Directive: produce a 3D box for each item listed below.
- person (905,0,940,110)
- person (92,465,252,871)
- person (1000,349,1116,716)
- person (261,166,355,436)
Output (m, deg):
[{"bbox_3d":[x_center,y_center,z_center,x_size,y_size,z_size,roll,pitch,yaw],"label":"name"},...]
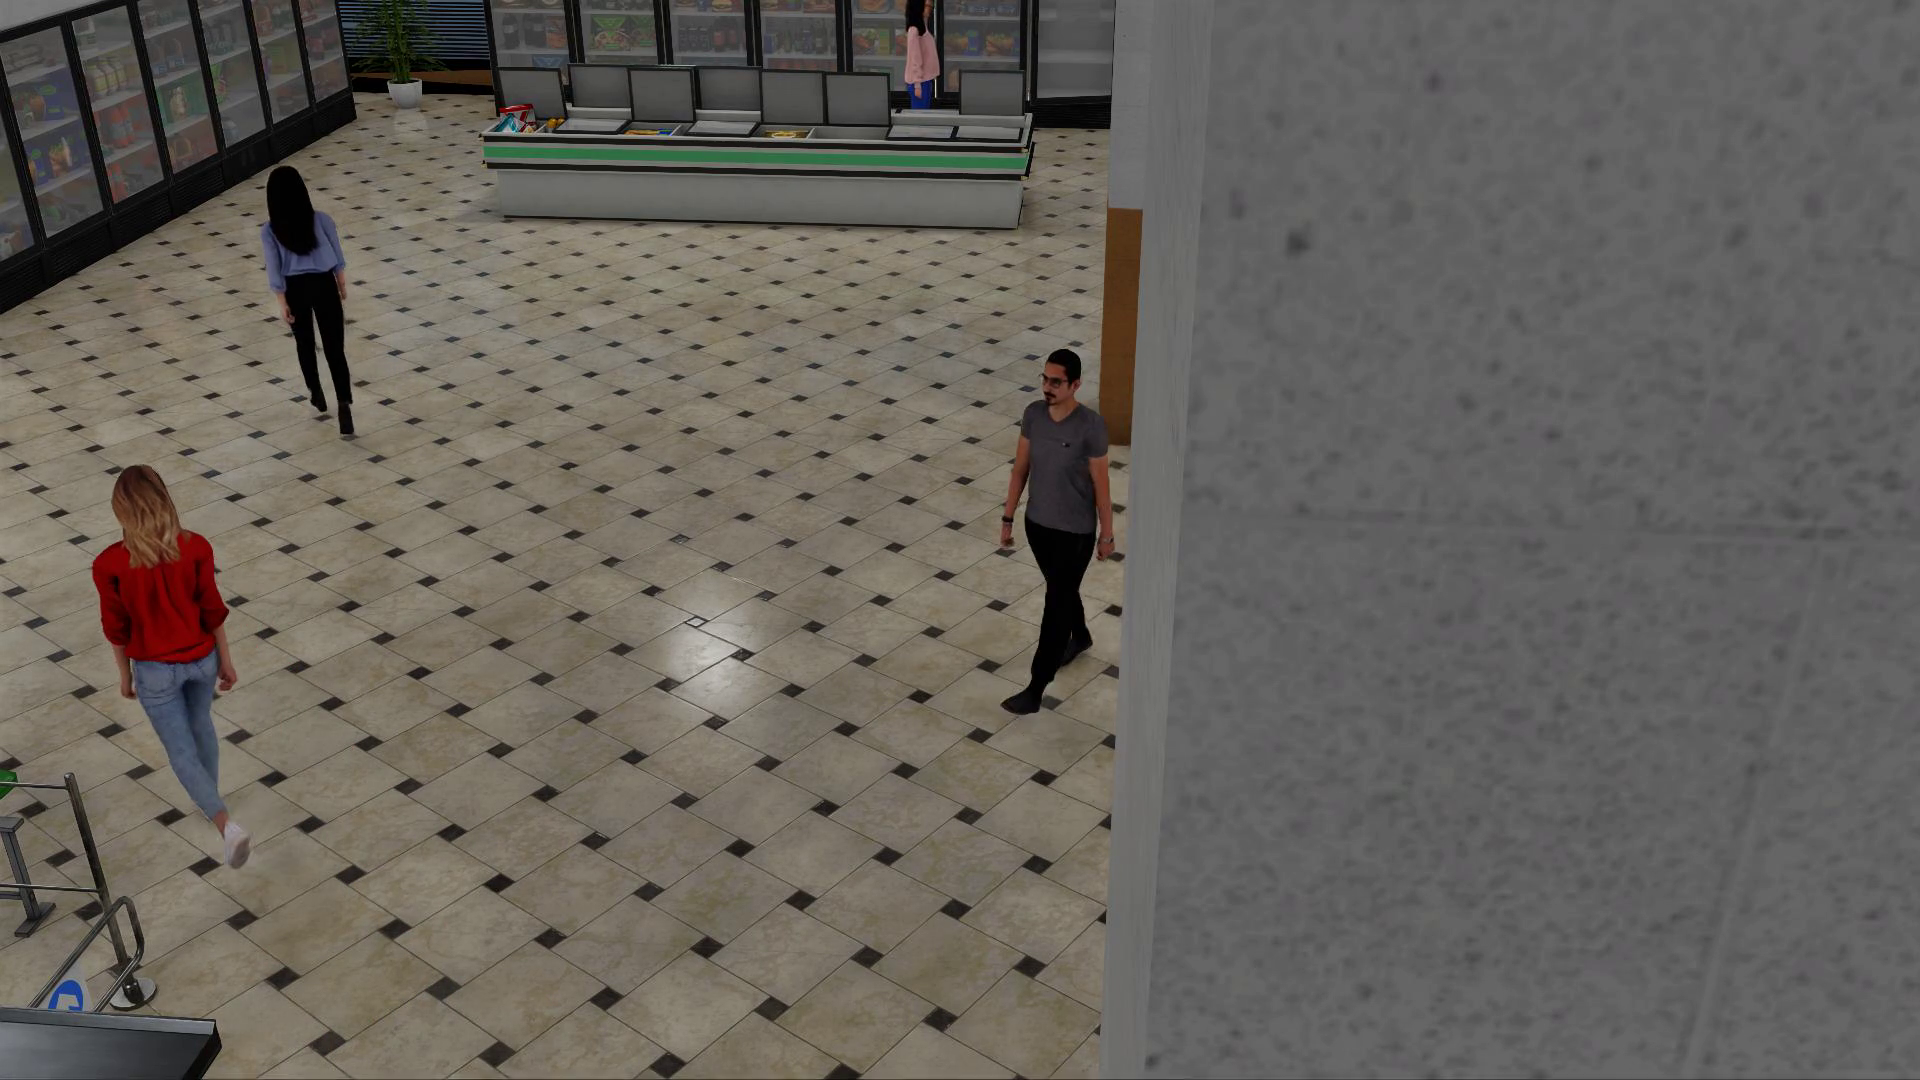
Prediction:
[{"bbox_3d":[-0.406,-4.511,16.498,0.579,1.771,0.663,6,27,11],"label":"person"},{"bbox_3d":[-3.103,0.550,6.627,1.041,1.673,1.121,-22,34,-36],"label":"person"},{"bbox_3d":[0.521,-0.085,7.838,1.169,1.708,1.123,21,33,35],"label":"person"},{"bbox_3d":[-4.097,-1.479,10.592,1.183,1.704,1.077,-12,29,-22],"label":"person"}]
